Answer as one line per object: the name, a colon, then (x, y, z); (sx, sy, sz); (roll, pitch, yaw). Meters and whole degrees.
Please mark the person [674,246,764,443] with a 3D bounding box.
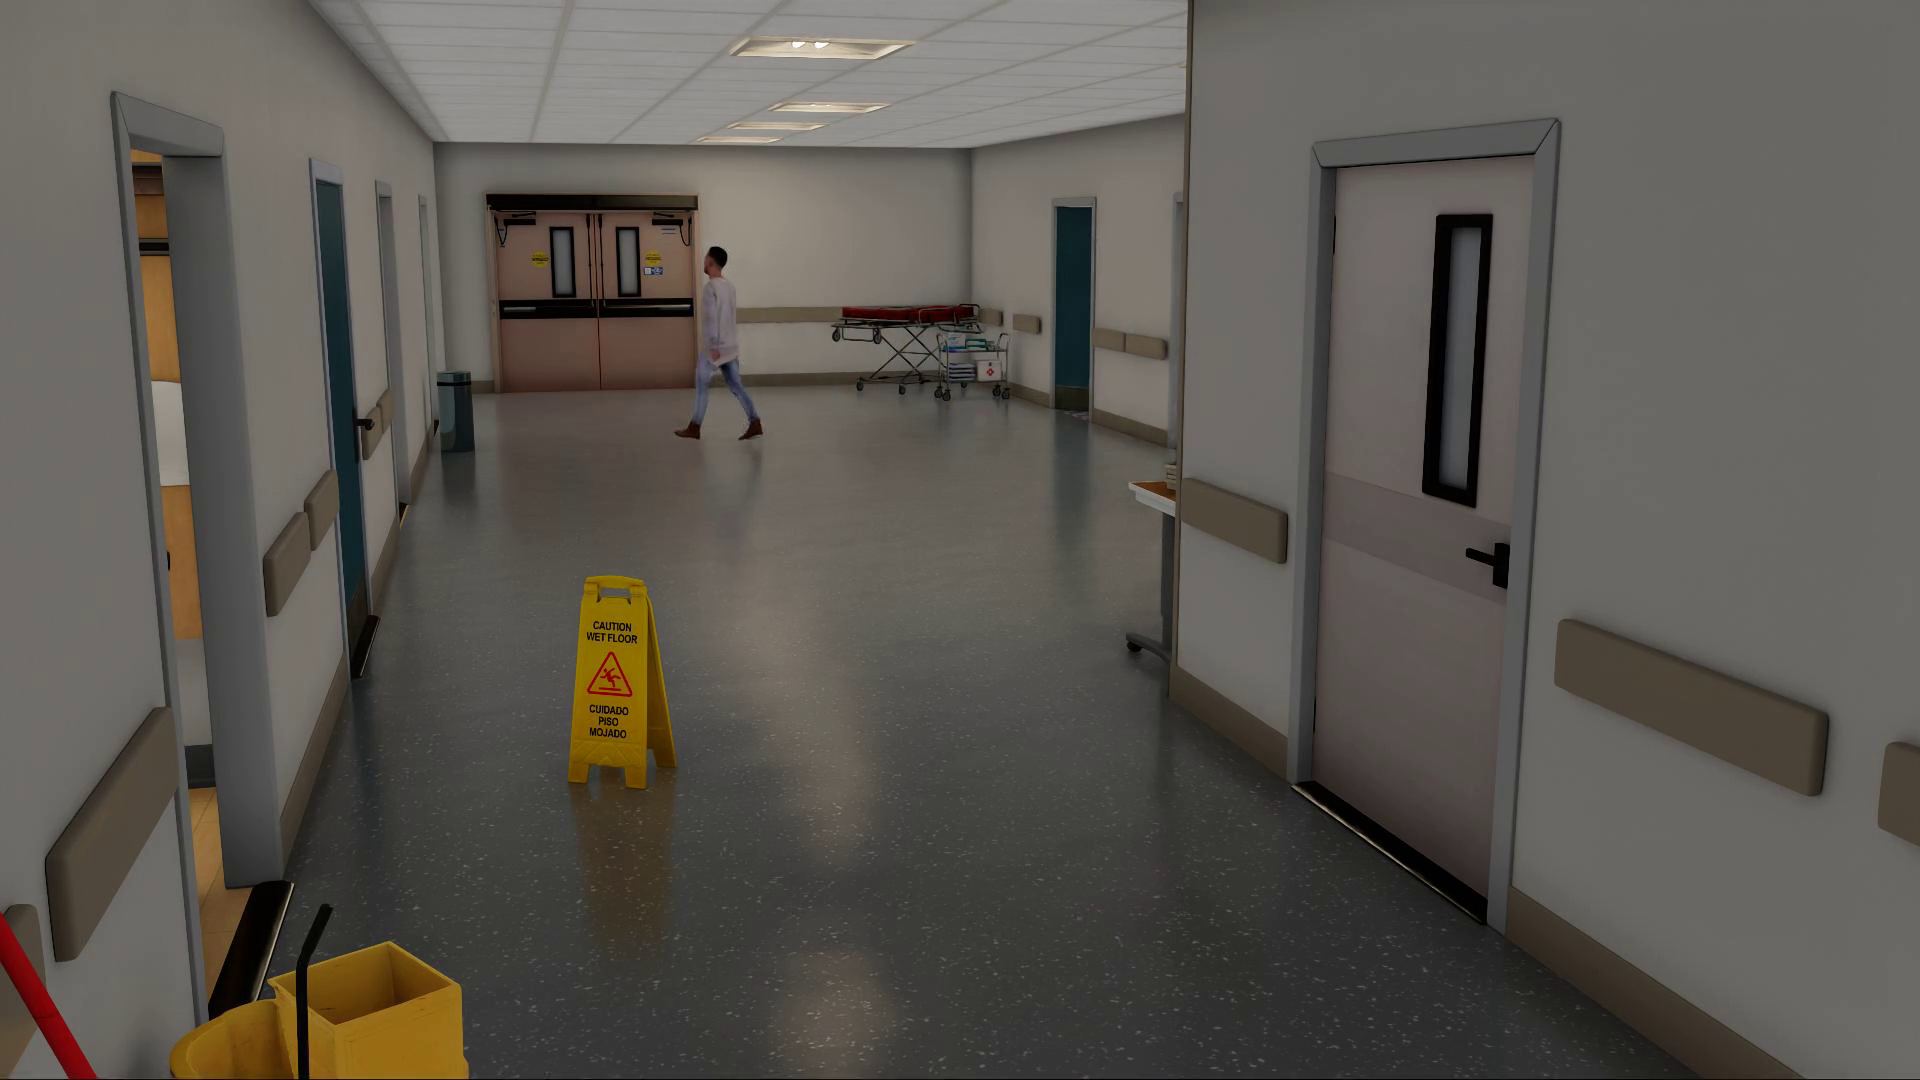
person: (-2.137, -1.765, 15.353); (1.217, 1.797, 1.205); (5, 12, 24)
